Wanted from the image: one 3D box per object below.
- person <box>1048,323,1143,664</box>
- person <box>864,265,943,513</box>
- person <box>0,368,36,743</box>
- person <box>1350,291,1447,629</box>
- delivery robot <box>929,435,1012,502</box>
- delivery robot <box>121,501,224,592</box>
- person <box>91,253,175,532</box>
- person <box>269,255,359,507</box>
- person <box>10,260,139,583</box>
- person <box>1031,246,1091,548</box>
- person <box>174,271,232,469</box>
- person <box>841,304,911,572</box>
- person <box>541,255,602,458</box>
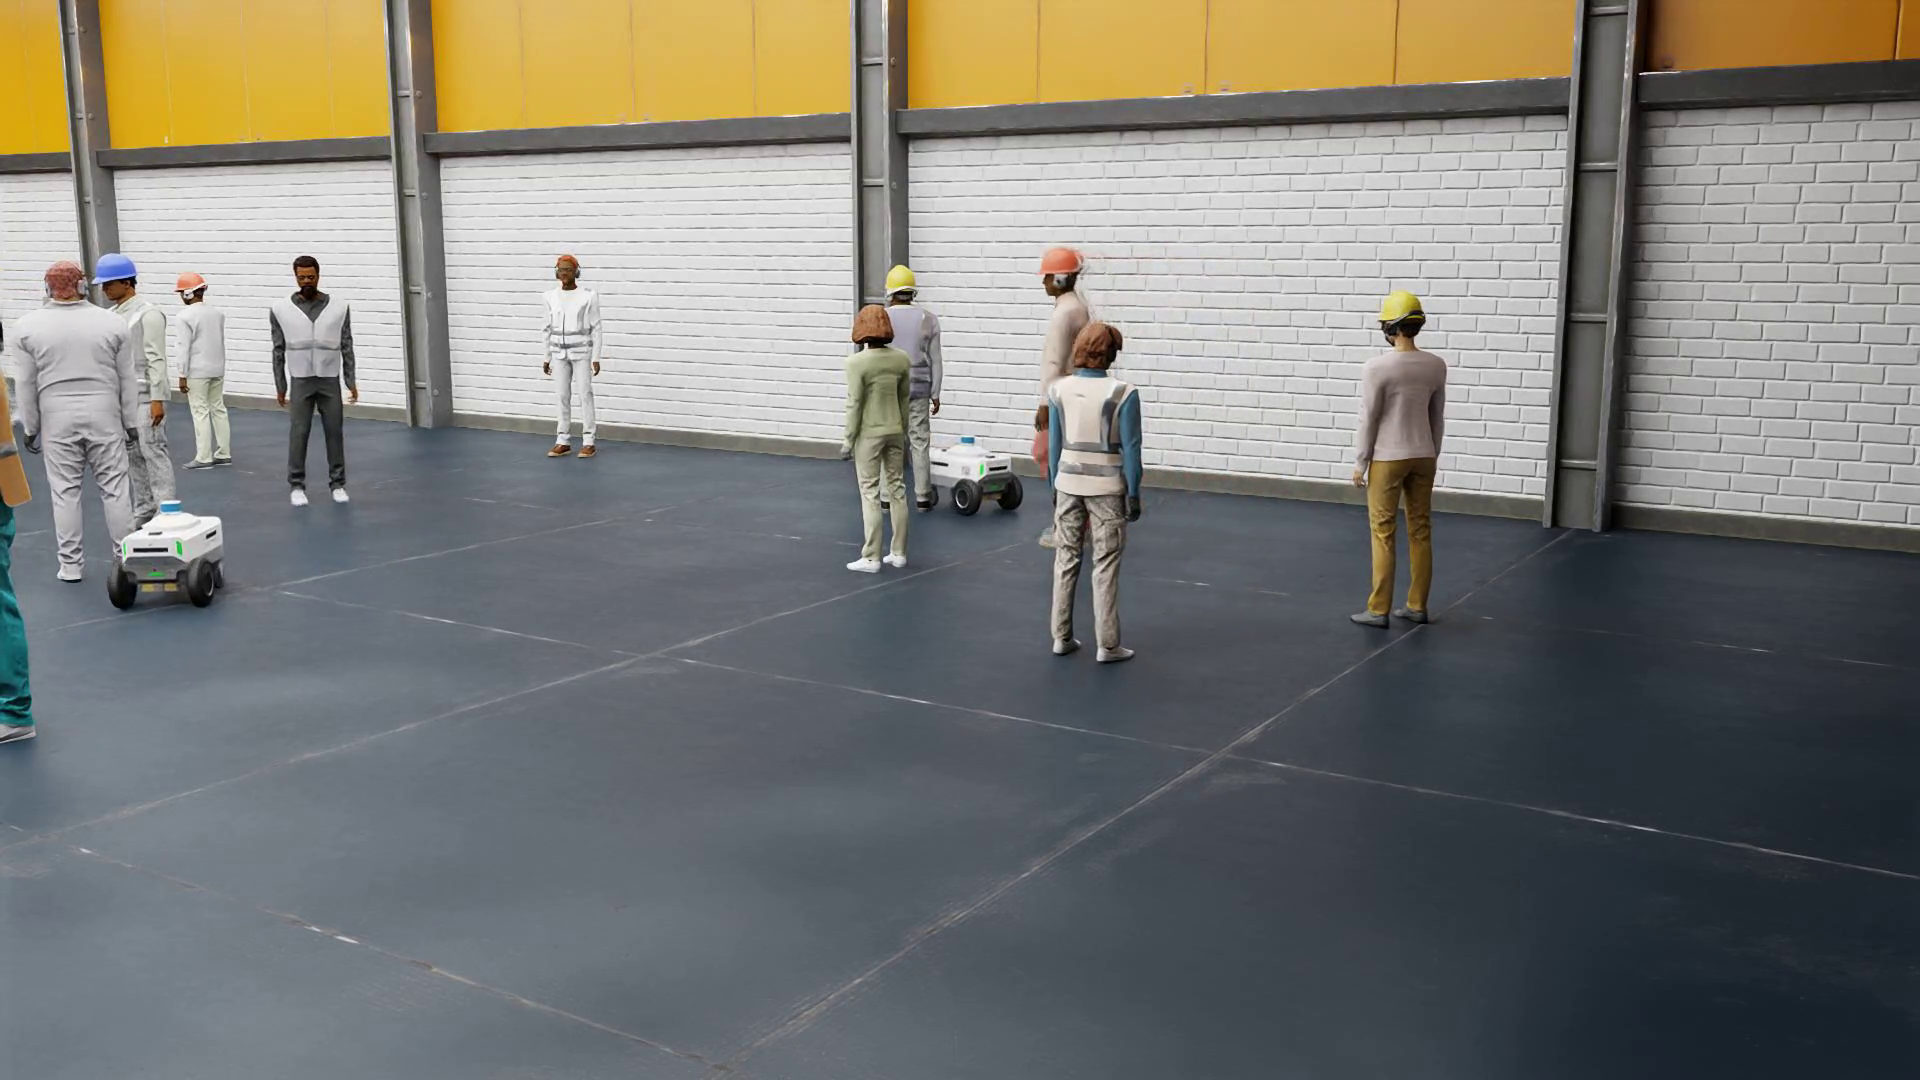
[{"bbox_3d":[0.642,-0.222,7.997,0.519,1.633,0.311,7,13,35],"label":"person"},{"bbox_3d":[-0.424,-1.108,12.335,0.594,1.837,0.404,-1,10,-6],"label":"person"},{"bbox_3d":[-3.957,-0.132,6.694,0.392,1.922,0.592,-6,12,-31],"label":"person"},{"bbox_3d":[2.290,-0.417,8.719,0.525,1.762,0.339,-4,11,-21],"label":"person"},{"bbox_3d":[0.058,-0.544,12.502,0.477,0.478,0.707,-9,13,-39],"label":"delivery robot"},{"bbox_3d":[-4.427,0.022,9.364,0.477,0.478,0.707,-1,10,-6],"label":"delivery robot"},{"bbox_3d":[-5.624,-0.974,11.340,0.624,1.932,0.420,7,12,32],"label":"person"},{"bbox_3d":[-4.951,-1.221,12.777,0.604,1.908,0.417,-6,12,-29],"label":"person"},{"bbox_3d":[-5.224,-0.698,9.880,0.643,1.906,0.400,-5,12,-28],"label":"person"},{"bbox_3d":[0.640,-0.922,10.919,0.486,1.979,0.621,2,10,10],"label":"person"},{"bbox_3d":[-6.763,-1.507,14.802,0.350,1.744,0.565,3,11,15],"label":"person"},{"bbox_3d":[-0.511,-0.618,10.181,0.498,1.634,0.278,-9,14,-42],"label":"person"},{"bbox_3d":[-3.620,-1.703,15.499,0.583,1.882,0.338,2,11,13],"label":"person"}]
